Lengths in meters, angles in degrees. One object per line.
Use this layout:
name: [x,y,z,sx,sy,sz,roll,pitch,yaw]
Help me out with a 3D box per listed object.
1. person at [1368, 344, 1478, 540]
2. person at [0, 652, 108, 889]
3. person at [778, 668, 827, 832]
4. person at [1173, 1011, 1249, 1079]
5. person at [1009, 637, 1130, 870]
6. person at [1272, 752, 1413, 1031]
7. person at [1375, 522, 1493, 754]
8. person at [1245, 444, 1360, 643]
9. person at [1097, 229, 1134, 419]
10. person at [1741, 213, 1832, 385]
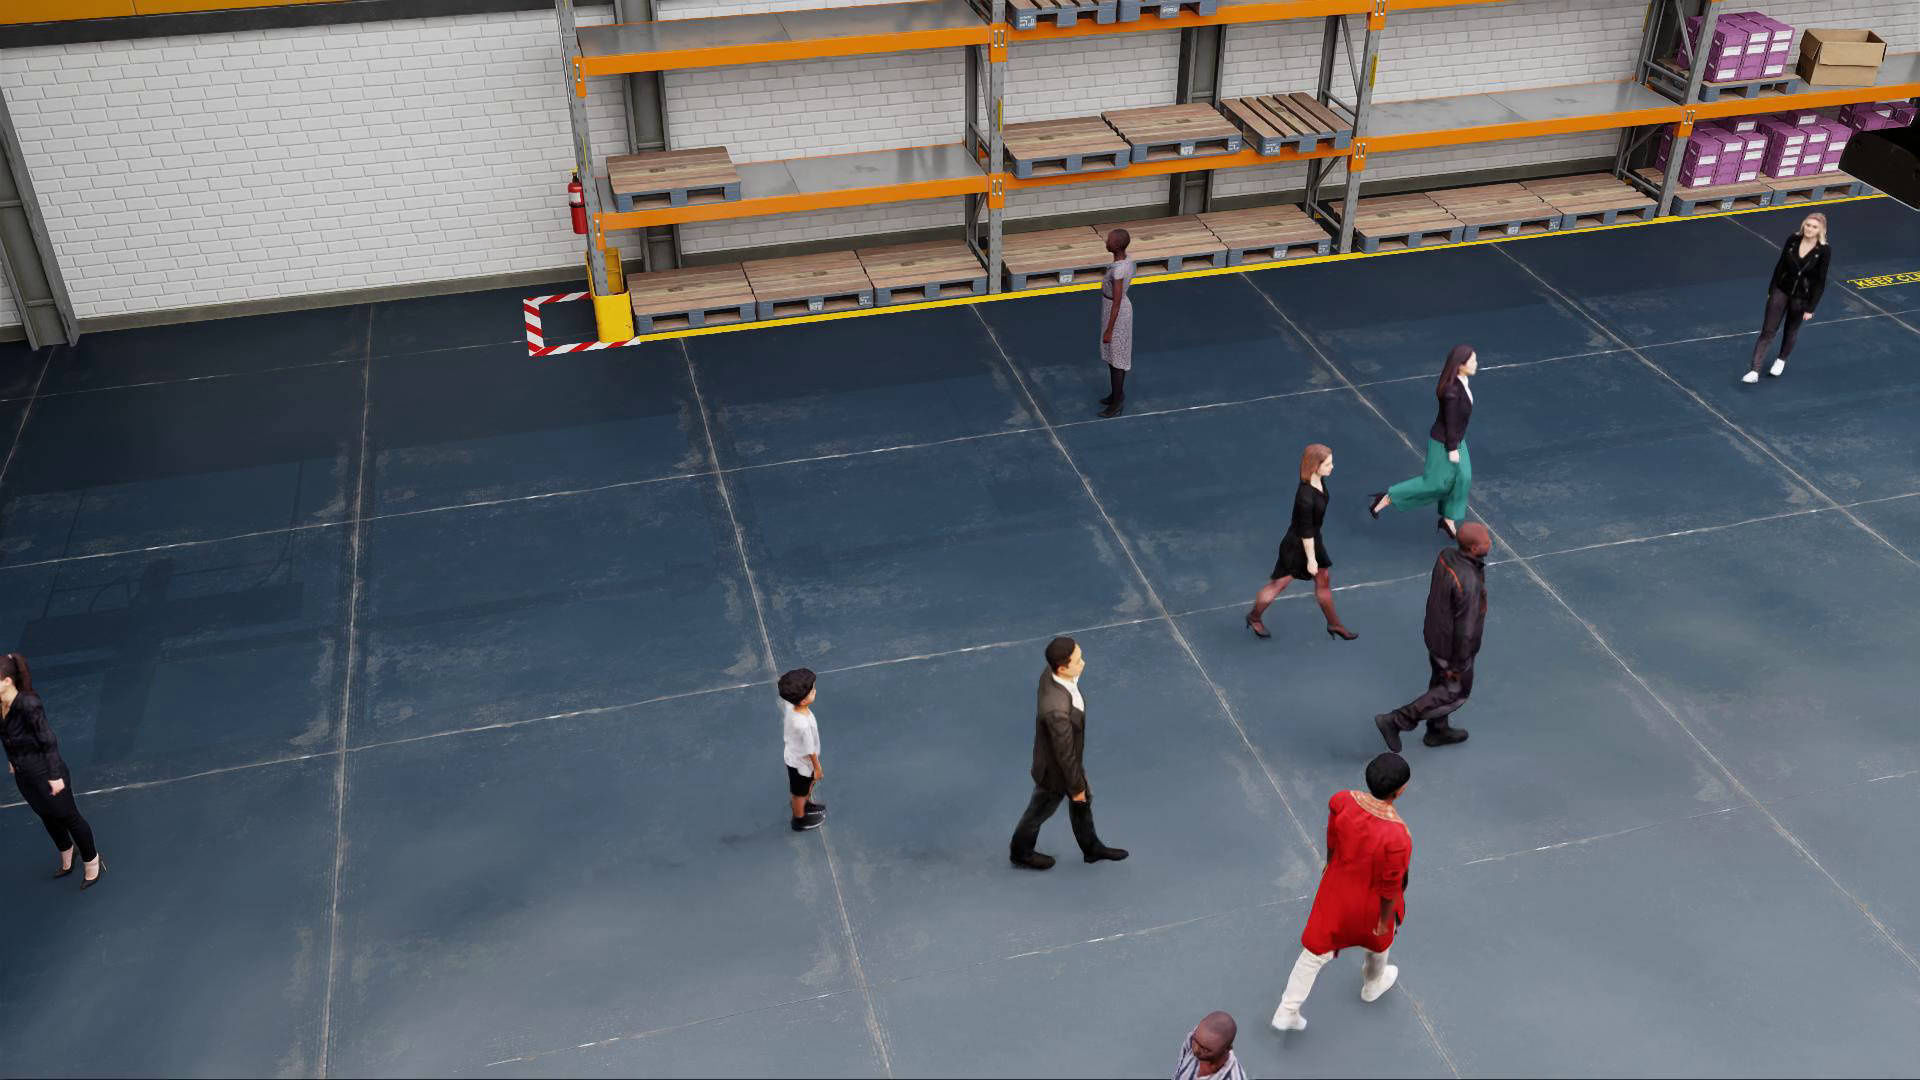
person: [3.726,-0.738,13.088,1.099,1.713,0.973,12,36,18]
person: [-5.483,1.380,9.903,0.629,1.712,0.701,16,37,22]
person: [-1.046,1.336,10.384,0.520,1.253,0.523,-12,36,-18]
person: [1.213,2.765,7.765,0.821,1.772,0.687,-10,35,-14]
person: [0.492,1.313,9.944,1.095,1.777,0.921,4,34,6]
person: [2.080,1.938,8.943,1.295,1.845,1.057,-28,42,-35]
person: [3.119,0.660,10.901,1.006,1.806,0.772,-4,34,-6]
person: [2.351,0.052,11.945,1.134,1.663,0.984,11,35,17]
person: [1.394,-1.935,14.821,0.685,1.788,0.694,7,34,11]
person: [7.765,-2.264,15.439,0.988,1.652,1.134,26,42,34]
